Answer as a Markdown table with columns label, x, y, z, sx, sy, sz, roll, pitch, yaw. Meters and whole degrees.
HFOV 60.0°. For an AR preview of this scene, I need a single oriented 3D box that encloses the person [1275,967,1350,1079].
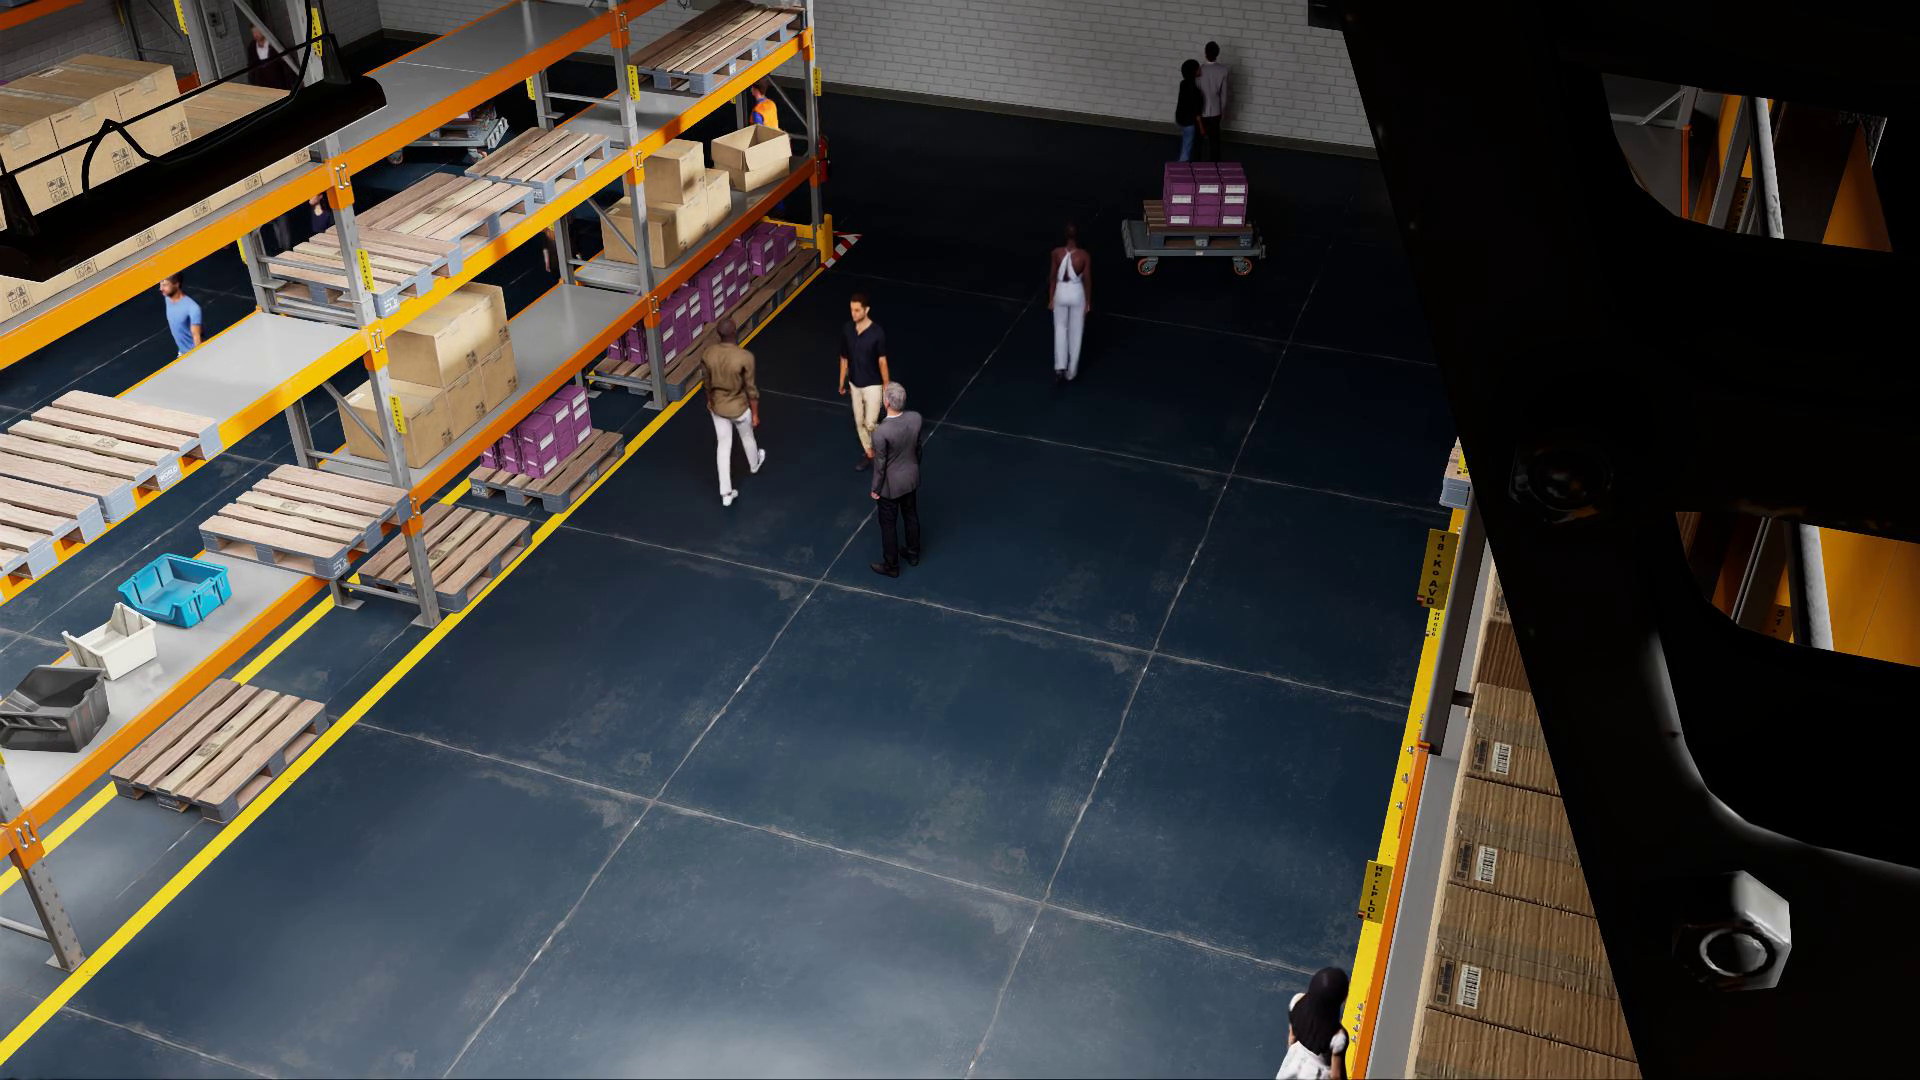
| label | x | y | z | sx | sy | sz | roll | pitch | yaw |
| --- | --- | --- | --- | --- | --- | --- | --- | --- | --- |
| person | 1.902 | 2.977 | 9.045 | 0.820 | 1.769 | 0.784 | -21 | 39 | -28 |

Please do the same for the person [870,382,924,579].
| label | x | y | z | sx | sy | sz | roll | pitch | yaw |
| --- | --- | --- | --- | --- | --- | --- | --- | --- | --- |
| person | -0.546 | -0.531 | 14.257 | 0.859 | 1.842 | 0.707 | 29 | 43 | 36 |

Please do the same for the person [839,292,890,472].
| label | x | y | z | sx | sy | sz | roll | pitch | yaw |
| --- | --- | --- | --- | --- | --- | --- | --- | --- | --- |
| person | -0.843 | -1.511 | 15.732 | 0.705 | 1.842 | 0.679 | 17 | 37 | 23 |

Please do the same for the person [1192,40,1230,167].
| label | x | y | z | sx | sy | sz | roll | pitch | yaw |
| --- | --- | --- | --- | --- | --- | --- | --- | --- | --- |
| person | 3.266 | -5.668 | 21.976 | 0.767 | 1.853 | 0.780 | -8 | 34 | -11 |

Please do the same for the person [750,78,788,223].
| label | x | y | z | sx | sy | sz | roll | pitch | yaw |
| --- | --- | --- | --- | --- | --- | --- | --- | --- | --- |
| person | -2.345 | -4.831 | 20.725 | 0.770 | 1.845 | 0.653 | 10 | 35 | 15 |

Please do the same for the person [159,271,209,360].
| label | x | y | z | sx | sy | sz | roll | pitch | yaw |
| --- | --- | --- | --- | --- | --- | --- | --- | --- | --- |
| person | -7.357 | -1.814 | 16.206 | 0.825 | 1.821 | 1.293 | 19 | 38 | 26 |

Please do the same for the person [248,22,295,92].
| label | x | y | z | sx | sy | sz | roll | pitch | yaw |
| --- | --- | --- | --- | --- | --- | --- | --- | --- | --- |
| person | -9.399 | -6.223 | 22.842 | 0.945 | 1.819 | 1.291 | 2 | 34 | 2 |

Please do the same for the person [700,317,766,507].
| label | x | y | z | sx | sy | sz | roll | pitch | yaw |
| --- | --- | --- | --- | --- | --- | --- | --- | --- | --- |
| person | -2.123 | -1.148 | 15.238 | 0.829 | 1.784 | 1.149 | 7 | 34 | 10 |

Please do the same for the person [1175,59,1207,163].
| label | x | y | z | sx | sy | sz | roll | pitch | yaw |
| --- | --- | --- | --- | --- | --- | --- | --- | --- | --- |
| person | 2.917 | -5.424 | 21.750 | 0.754 | 1.697 | 0.667 | -6 | 34 | -9 |

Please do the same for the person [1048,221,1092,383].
| label | x | y | z | sx | sy | sz | roll | pitch | yaw |
| --- | --- | --- | --- | --- | --- | --- | --- | --- | --- |
| person | 1.106 | -2.399 | 17.133 | 0.645 | 1.770 | 0.764 | 8 | 34 | 12 |
